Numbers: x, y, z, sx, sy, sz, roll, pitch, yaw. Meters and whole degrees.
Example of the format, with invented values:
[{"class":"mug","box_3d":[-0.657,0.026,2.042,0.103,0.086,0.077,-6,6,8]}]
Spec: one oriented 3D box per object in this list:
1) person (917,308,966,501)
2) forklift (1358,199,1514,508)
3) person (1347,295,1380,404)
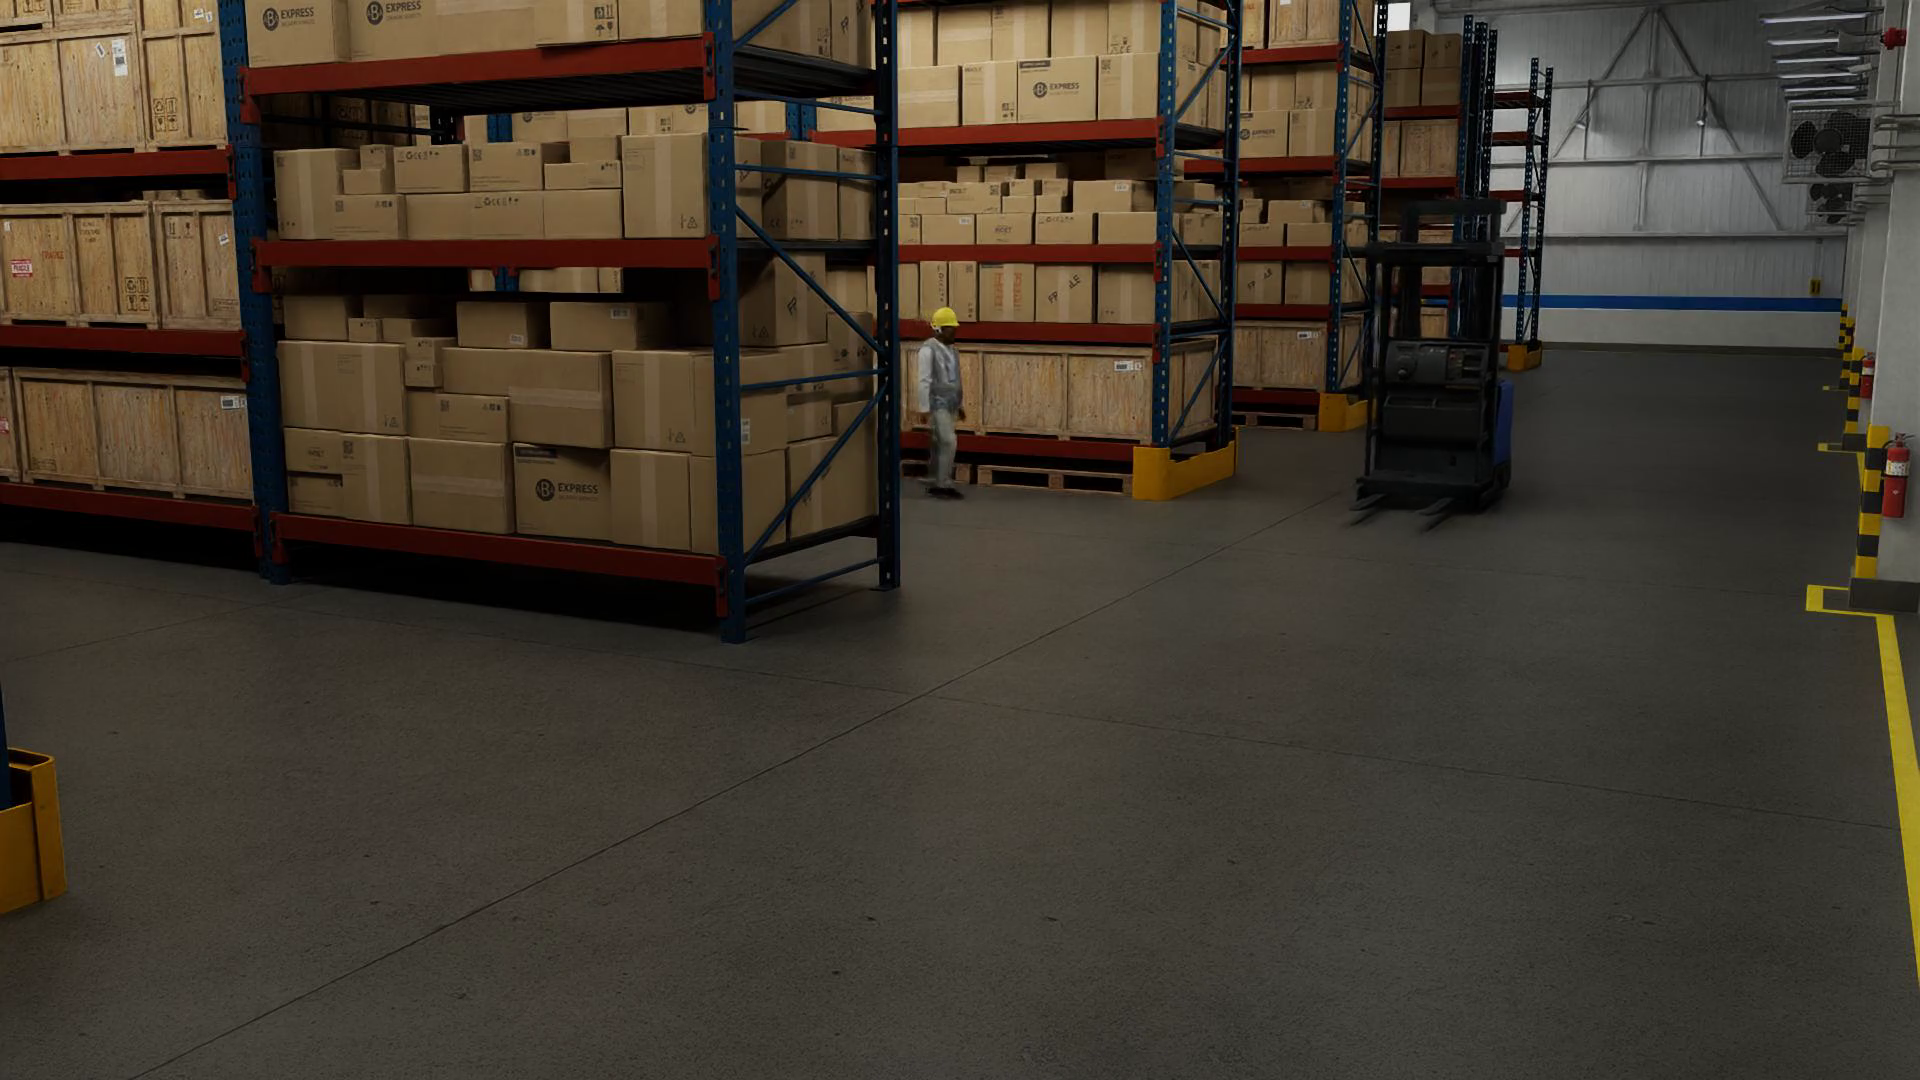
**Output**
[{"class":"person","box_3d":[-0.079,-1.271,15.670,0.610,1.815,0.620,5,11,26]},{"class":"forklift","box_3d":[4.621,-1.825,15.809,1.129,2.768,1.873,5,11,27]},{"class":"person","box_3d":[6.090,-2.839,25.080,0.557,1.715,0.906,-4,10,-20]}]
